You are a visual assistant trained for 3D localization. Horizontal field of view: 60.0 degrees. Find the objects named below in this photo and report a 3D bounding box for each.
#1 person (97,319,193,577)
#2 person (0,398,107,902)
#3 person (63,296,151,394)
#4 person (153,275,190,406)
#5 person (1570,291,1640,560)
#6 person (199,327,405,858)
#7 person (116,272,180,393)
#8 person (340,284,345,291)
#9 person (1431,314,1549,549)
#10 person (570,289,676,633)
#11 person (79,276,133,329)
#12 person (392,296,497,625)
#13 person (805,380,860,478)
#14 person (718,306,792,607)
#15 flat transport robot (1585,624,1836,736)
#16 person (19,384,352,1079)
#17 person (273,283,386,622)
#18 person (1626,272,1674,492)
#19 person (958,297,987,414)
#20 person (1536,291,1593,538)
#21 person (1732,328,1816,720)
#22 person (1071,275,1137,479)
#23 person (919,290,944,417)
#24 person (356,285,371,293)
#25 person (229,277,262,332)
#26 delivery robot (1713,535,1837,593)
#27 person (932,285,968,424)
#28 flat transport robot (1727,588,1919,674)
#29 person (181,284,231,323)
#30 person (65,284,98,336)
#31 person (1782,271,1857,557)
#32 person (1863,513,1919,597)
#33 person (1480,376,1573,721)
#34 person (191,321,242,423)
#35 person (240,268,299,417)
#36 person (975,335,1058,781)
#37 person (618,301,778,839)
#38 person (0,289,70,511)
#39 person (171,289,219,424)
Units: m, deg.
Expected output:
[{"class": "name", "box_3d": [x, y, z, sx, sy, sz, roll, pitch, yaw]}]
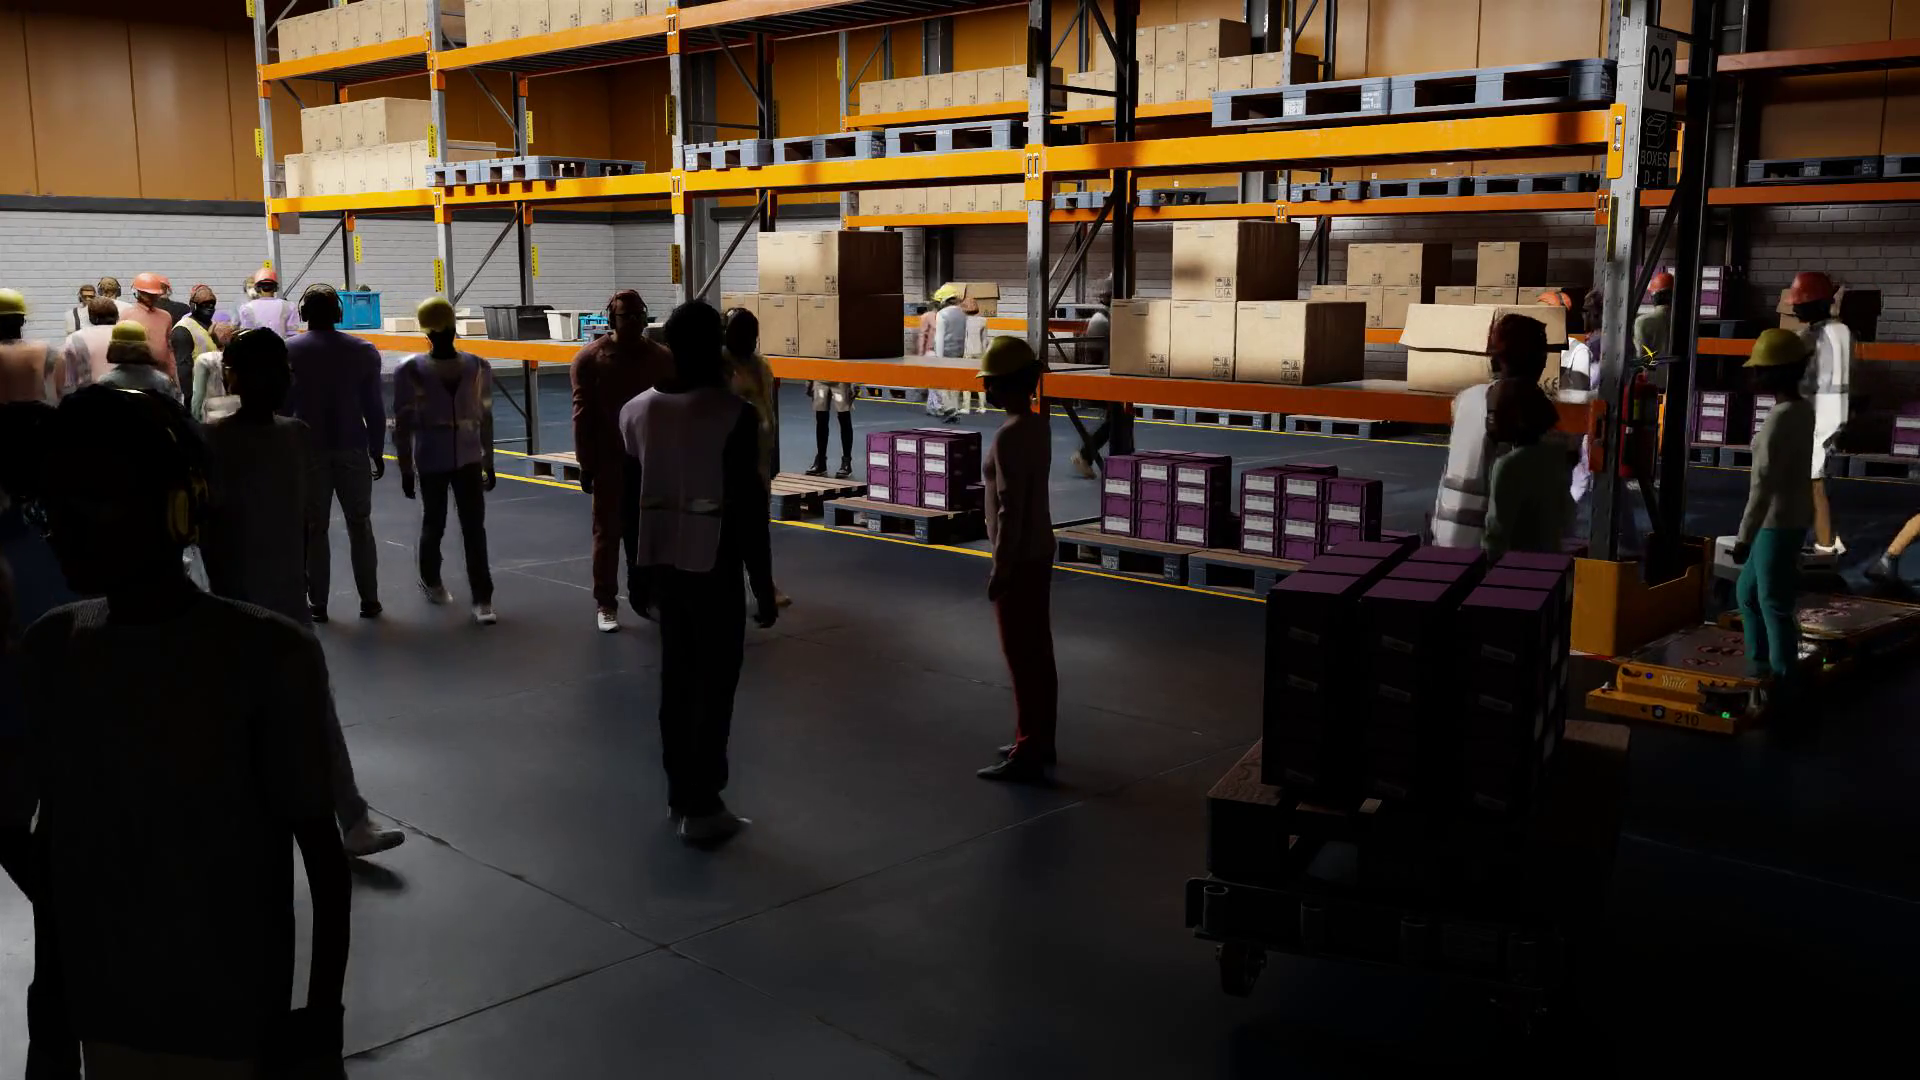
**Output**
[{"class": "person", "box_3d": [-5.070, -0.510, 10.335, 0.734, 1.717, 0.487, 4, 10, 23]}, {"class": "person", "box_3d": [-2.438, 0.459, 4.498, 0.574, 1.679, 0.538, 7, 12, 36]}, {"class": "person", "box_3d": [-6.670, -1.011, 13.097, 0.640, 1.817, 0.659, -5, 11, -30]}, {"class": "person", "box_3d": [-9.126, -2.082, 19.245, 0.686, 1.954, 0.565, -3, 10, -17]}, {"class": "person", "box_3d": [4.395, -0.812, 11.721, 0.975, 1.856, 0.663, 7, 12, 38]}, {"class": "person", "box_3d": [-2.320, 0.202, 5.631, 0.972, 1.819, 0.505, 7, 11, 36]}, {"class": "person", "box_3d": [-7.969, -1.630, 16.369, 0.388, 1.987, 0.608, 5, 10, 26]}, {"class": "person", "box_3d": [-9.060, -2.917, 24.768, 0.586, 1.823, 0.403, 2, 9, 13]}, {"class": "person", "box_3d": [2.143, 0.028, 6.642, 0.875, 1.832, 0.698, -2, 10, -14]}, {"class": "person", "box_3d": [-1.847, -0.445, 9.354, 0.643, 1.909, 0.410, -6, 11, -33]}, {"class": "person", "box_3d": [-9.507, -1.986, 18.699, 0.630, 1.938, 0.369, -3, 10, -19]}, {"class": "person", "box_3d": [-3.016, -0.486, 9.722, 0.594, 1.877, 0.972, -6, 11, -33]}, {"class": "person", "box_3d": [-1.235, -1.578, 16.115, 0.608, 1.966, 0.370, 4, 10, 23]}, {"class": "person", "box_3d": [-1.355, -0.478, 9.860, 0.585, 1.807, 0.697, 4, 10, 24]}, {"class": "flat transport robot", "box_3d": [3.539, 0.627, 7.782, 0.652, 0.197, 1.431, 8, 12, 42]}, {"class": "person", "box_3d": [-1.118, 0.712, 2.377, 0.533, 1.867, 0.315, 2, 10, 14]}, {"class": "person", "box_3d": [-3.624, -0.496, 9.570, 0.628, 1.940, 0.373, -4, 10, -23]}, {"class": "person", "box_3d": [6.364, -1.435, 15.153, 0.621, 1.992, 0.392, -3, 10, -15]}, {"class": "person", "box_3d": [0.154, -2.576, 23.288, 0.499, 1.629, 0.282, -4, 10, -24]}, {"class": "person", "box_3d": [3.745, -0.633, 10.572, 0.339, 1.882, 0.584, -3, 10, -18]}, {"class": "person", "box_3d": [3.594, -0.070, 7.484, 0.455, 1.757, 0.546, 6, 11, 35]}, {"class": "person", "box_3d": [1.433, -1.552, 15.727, 0.944, 2.000, 0.683, 6, 11, 31]}, {"class": "person", "box_3d": [-0.252, -2.532, 22.654, 0.541, 1.734, 0.769, -7, 11, -36]}, {"class": "person", "box_3d": [-7.691, -2.318, 21.112, 0.922, 1.828, 0.535, 1, 9, 4]}, {"class": "person", "box_3d": [-9.673, -2.640, 22.809, 0.629, 1.896, 0.988, -2, 10, -13]}, {"class": "delivery robot", "box_3d": [4.748, 0.124, 9.703, 0.477, 0.478, 0.707, -2, 9, -13]}, {"class": "person", "box_3d": [-0.154, -2.403, 21.625, 0.432, 1.813, 0.603, 7, 12, 37]}, {"class": "flat transport robot", "box_3d": [4.584, 0.464, 8.781, 1.431, 0.197, 0.652, -8, 12, -39]}, {"class": "person", "box_3d": [-8.348, -1.909, 18.496, 0.389, 1.850, 0.567, 6, 11, 33]}, {"class": "person", "box_3d": [-10.680, -2.218, 20.445, 0.549, 1.830, 0.440, -5, 11, -30]}, {"class": "person", "box_3d": [5.656, -0.764, 11.004, 0.616, 2.008, 0.483, -8, 12, -40]}, {"class": "person", "box_3d": [6.114, -0.558, 10.145, 0.997, 1.885, 0.547, 1, 9, 9]}, {"class": "person", "box_3d": [2.167, 0.189, 6.336, 0.401, 1.620, 0.533, 6, 11, 33]}, {"class": "person", "box_3d": [-5.834, -0.955, 13.366, 0.752, 1.611, 0.540, 8, 12, 39]}, {"class": "person", "box_3d": [-7.696, -2.018, 18.612, 0.609, 2.035, 0.398, -2, 10, -14]}, {"class": "person", "box_3d": [0.211, 0.073, 6.615, 0.329, 1.765, 0.533, 3, 10, 18]}, {"class": "person", "box_3d": [-0.957, 0.119, 5.987, 0.623, 1.926, 0.578, 5, 11, 30]}, {"class": "person", "box_3d": [-5.850, -0.601, 10.342, 0.595, 1.889, 0.923, -8, 12, -39]}, {"class": "person", "box_3d": [-6.770, -1.325, 14.958, 0.430, 1.841, 0.624, 2, 9, 10]}]
